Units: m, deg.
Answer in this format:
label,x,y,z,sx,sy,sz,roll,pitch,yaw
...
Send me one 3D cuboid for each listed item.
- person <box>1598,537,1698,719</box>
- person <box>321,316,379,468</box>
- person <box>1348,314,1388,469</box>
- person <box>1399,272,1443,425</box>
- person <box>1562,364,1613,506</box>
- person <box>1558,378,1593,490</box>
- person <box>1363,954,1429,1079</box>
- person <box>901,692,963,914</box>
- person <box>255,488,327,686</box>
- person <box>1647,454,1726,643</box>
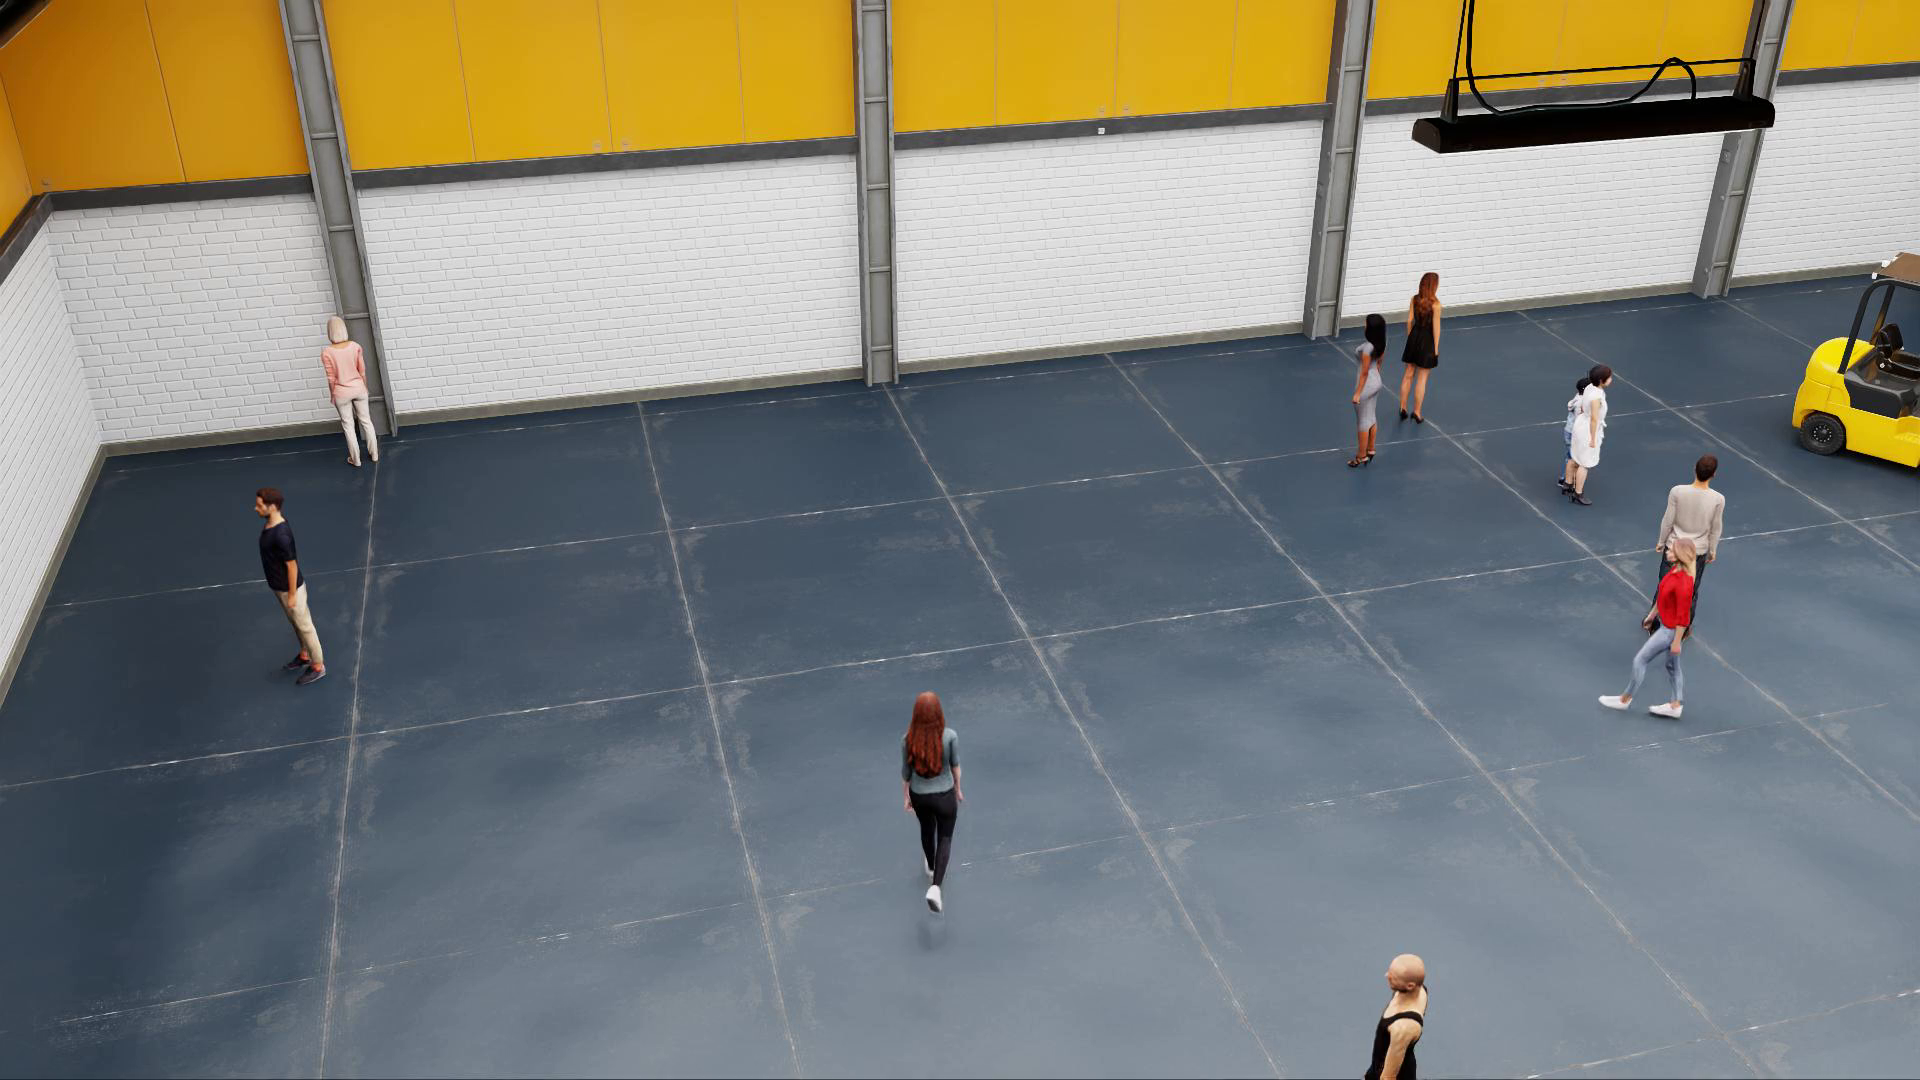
label,x,y,z,sx,sy,sz,roll,pitch,yaw
person,6.049,0.772,13.973,1.030,1.676,0.906,9,30,15
person,-6.745,-1.644,18.357,0.581,1.721,0.726,-20,34,-32
person,4.492,-1.642,18.290,0.739,1.780,0.646,23,36,35
person,5.345,-2.232,19.316,0.672,1.834,0.662,-24,37,-37
person,6.624,-1.137,17.600,0.615,1.554,0.623,0,29,1
person,6.656,-1.177,17.984,0.619,1.258,0.572,10,30,18
person,2.558,3.120,9.551,1.120,1.790,0.983,8,30,14
person,-0.190,1.889,11.876,1.022,1.722,0.864,1,29,3
person,-5.854,0.379,14.505,0.656,1.857,0.702,-19,34,-31
person,6.570,0.077,15.047,0.723,1.867,0.806,12,31,21
